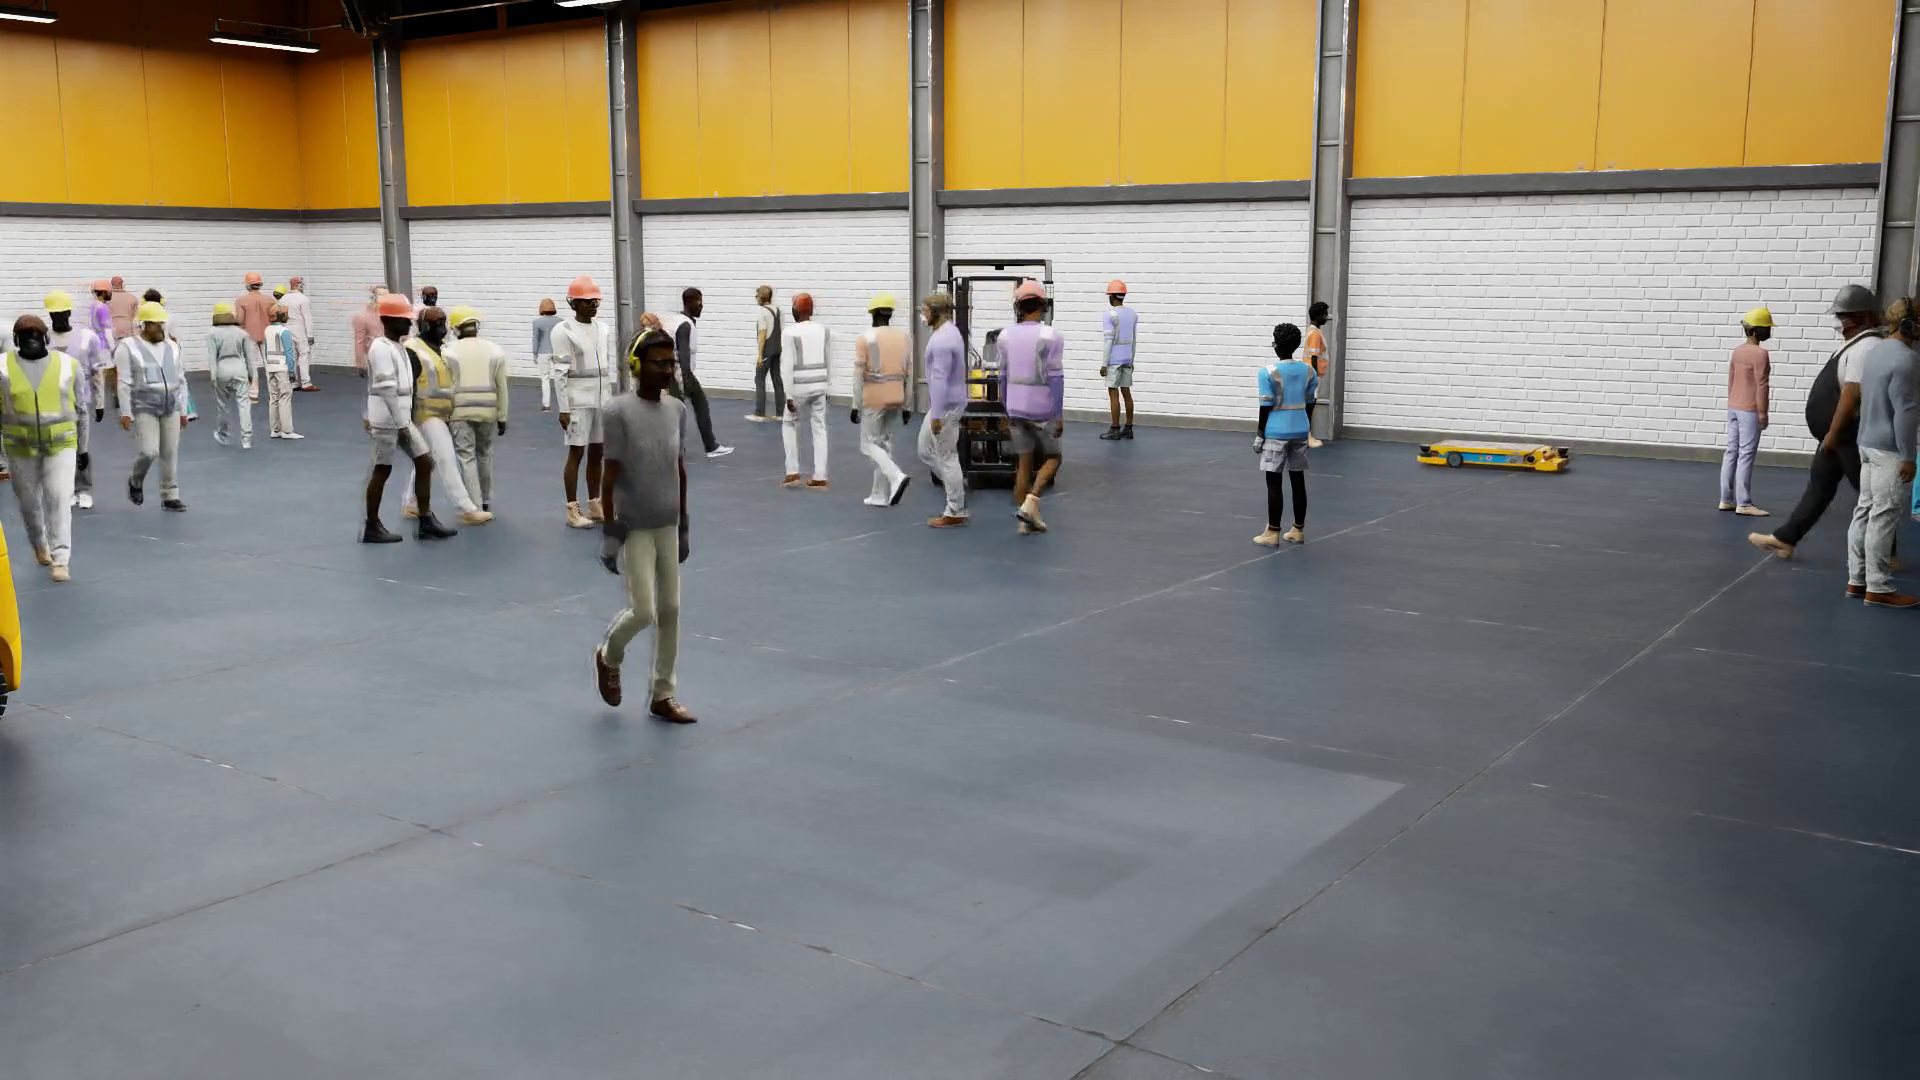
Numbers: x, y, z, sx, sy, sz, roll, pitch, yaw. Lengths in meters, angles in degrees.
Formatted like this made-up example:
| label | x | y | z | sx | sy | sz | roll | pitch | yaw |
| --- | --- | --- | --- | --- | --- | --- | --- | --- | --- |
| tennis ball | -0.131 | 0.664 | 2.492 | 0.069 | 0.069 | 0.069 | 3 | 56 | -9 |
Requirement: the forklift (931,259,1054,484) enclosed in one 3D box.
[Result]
| label | x | y | z | sx | sy | sz | roll | pitch | yaw |
| --- | --- | --- | --- | --- | --- | --- | --- | --- | --- |
| forklift | 0.370 | -1.738 | 16.759 | 1.214 | 2.155 | 2.313 | 1 | 10 | 3 |

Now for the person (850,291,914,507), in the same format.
| label | x | y | z | sx | sy | sz | roll | pitch | yaw |
| --- | --- | --- | --- | --- | --- | --- | --- | --- | --- |
| person | -0.637 | -1.205 | 14.456 | 0.615 | 1.898 | 0.622 | -8 | 12 | -39 |

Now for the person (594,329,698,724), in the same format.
| label | x | y | z | sx | sy | sz | roll | pitch | yaw |
| --- | --- | --- | --- | --- | --- | --- | --- | --- | --- |
| person | -1.489 | -0.060 | 7.778 | 0.504 | 1.854 | 0.538 | 8 | 12 | 39 |

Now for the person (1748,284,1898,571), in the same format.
| label | x | y | z | sx | sy | sz | roll | pitch | yaw |
| --- | --- | --- | --- | --- | --- | --- | --- | --- | --- |
| person | 6.159 | -0.810 | 11.689 | 0.995 | 2.000 | 0.699 | 4 | 10 | 22 |

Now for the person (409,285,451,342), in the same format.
| label | x | y | z | sx | sy | sz | roll | pitch | yaw |
| --- | --- | --- | --- | --- | --- | --- | --- | --- | --- |
| person | -7.610 | -2.736 | 23.832 | 0.645 | 1.821 | 0.631 | 8 | 12 | 39 |

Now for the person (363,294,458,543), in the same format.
| label | x | y | z | sx | sy | sz | roll | pitch | yaw |
| --- | --- | --- | --- | --- | --- | --- | --- | --- | --- |
| person | -4.232 | -0.913 | 12.705 | 0.820 | 1.908 | 0.566 | 1 | 10 | 4 |

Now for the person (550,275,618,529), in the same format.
| label | x | y | z | sx | sy | sz | roll | pitch | yaw |
| --- | --- | --- | --- | --- | --- | --- | --- | --- | --- |
| person | -3.011 | -1.114 | 13.490 | 0.374 | 2.042 | 0.615 | 6 | 11 | 31 |

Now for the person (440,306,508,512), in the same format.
| label | x | y | z | sx | sy | sz | roll | pitch | yaw |
| --- | --- | --- | --- | --- | --- | --- | --- | --- | --- |
| person | -4.132 | -1.058 | 13.933 | 0.583 | 1.786 | 0.831 | -6 | 11 | -32 |

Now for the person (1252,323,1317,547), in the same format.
| label | x | y | z | sx | sy | sz | roll | pitch | yaw |
| --- | --- | --- | --- | --- | --- | --- | --- | --- | --- |
| person | 2.453 | -0.791 | 12.599 | 0.535 | 1.697 | 0.318 | -5 | 11 | -29 |

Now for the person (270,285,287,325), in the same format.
| label | x | y | z | sx | sy | sz | roll | pitch | yaw |
| --- | --- | --- | --- | --- | --- | --- | --- | --- | --- |
| person | -11.370 | -3.392 | 27.915 | 0.521 | 1.758 | 0.349 | 3 | 10 | 15 |

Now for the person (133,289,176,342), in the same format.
| label | x | y | z | sx | sy | sz | roll | pitch | yaw |
| --- | --- | --- | --- | --- | --- | --- | --- | --- | --- |
| person | -9.932 | -2.182 | 20.533 | 0.540 | 1.826 | 0.962 | -9 | 13 | -42 |

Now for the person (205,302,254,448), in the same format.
| label | x | y | z | sx | sy | sz | roll | pitch | yaw |
| --- | --- | --- | --- | --- | --- | --- | --- | --- | --- |
| person | -8.472 | -1.913 | 19.318 | 0.518 | 1.678 | 0.946 | -7 | 12 | -37 |

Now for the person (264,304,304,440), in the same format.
| label | x | y | z | sx | sy | sz | roll | pitch | yaw |
| --- | --- | --- | --- | --- | --- | --- | --- | --- | --- |
| person | -8.241 | -2.036 | 20.192 | 0.523 | 1.636 | 0.310 | 7 | 12 | 38 |

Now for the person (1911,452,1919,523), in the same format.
| label | x | y | z | sx | sy | sz | roll | pitch | yaw |
| --- | --- | --- | --- | --- | --- | --- | --- | --- | --- |
| person | 8.133 | -1.048 | 13.700 | 0.564 | 1.840 | 0.396 | -2 | 10 | -14 |

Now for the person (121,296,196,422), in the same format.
| label | x | y | z | sx | sy | sz | roll | pitch | yaw |
| --- | --- | --- | --- | --- | --- | --- | --- | --- | --- |
| person | -10.751 | -2.423 | 22.278 | 0.935 | 1.714 | 0.529 | 0 | 10 | 2 |

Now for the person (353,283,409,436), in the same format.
| label | x | y | z | sx | sy | sz | roll | pitch | yaw |
| --- | --- | --- | --- | --- | --- | --- | --- | --- | --- |
| person | -6.967 | -2.153 | 20.126 | 0.479 | 1.891 | 0.649 | 8 | 13 | 41 |

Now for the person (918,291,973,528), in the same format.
| label | x | y | z | sx | sy | sz | roll | pitch | yaw |
| --- | --- | --- | --- | --- | --- | --- | --- | --- | --- |
| person | -0.141 | -1.046 | 13.456 | 0.463 | 1.916 | 0.729 | 1 | 10 | 5 |

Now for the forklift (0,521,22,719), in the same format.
| label | x | y | z | sx | sy | sz | roll | pitch | yaw |
| --- | --- | --- | --- | --- | --- | --- | --- | --- | --- |
| forklift | -5.296 | -0.090 | 6.943 | 1.214 | 2.155 | 2.313 | 7 | 12 | 35 |

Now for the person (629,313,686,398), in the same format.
| label | x | y | z | sx | sy | sz | roll | pitch | yaw |
| --- | --- | --- | --- | --- | --- | --- | --- | --- | --- |
| person | -3.256 | -1.633 | 17.862 | 0.626 | 1.594 | 0.683 | 0 | 10 | -3 |

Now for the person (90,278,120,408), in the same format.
| label | x | y | z | sx | sy | sz | roll | pitch | yaw |
| --- | --- | --- | --- | --- | --- | --- | --- | --- | --- |
| person | -12.500 | -2.840 | 24.174 | 0.797 | 1.914 | 0.554 | -6 | 11 | -33 |

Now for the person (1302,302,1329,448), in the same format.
| label | x | y | z | sx | sy | sz | roll | pitch | yaw |
| --- | --- | --- | --- | --- | --- | --- | --- | --- | --- |
| person | 4.117 | -1.917 | 19.326 | 0.318 | 1.691 | 0.534 | 2 | 10 | 9 |

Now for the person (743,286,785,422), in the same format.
| label | x | y | z | sx | sy | sz | roll | pitch | yaw |
| --- | --- | --- | --- | --- | --- | --- | --- | --- | --- |
| person | -2.623 | -2.485 | 22.318 | 0.521 | 1.829 | 0.595 | 5 | 11 | 28 |

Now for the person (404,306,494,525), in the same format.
| label | x | y | z | sx | sy | sz | roll | pitch | yaw |
| --- | --- | --- | --- | --- | --- | --- | --- | --- | --- |
| person | -4.279 | -1.020 | 13.689 | 0.949 | 1.792 | 0.644 | 3 | 10 | 19 |

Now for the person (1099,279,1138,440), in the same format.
| label | x | y | z | sx | sy | sz | roll | pitch | yaw |
| --- | --- | --- | --- | --- | --- | --- | --- | --- | --- |
| person | 1.892 | -2.176 | 20.128 | 0.550 | 1.935 | 0.375 | -8 | 13 | -41 |

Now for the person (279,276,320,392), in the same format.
| label | x | y | z | sx | sy | sz | roll | pitch | yaw |
| --- | --- | --- | --- | --- | --- | --- | --- | --- | --- |
| person | -10.950 | -3.413 | 27.596 | 0.652 | 1.904 | 0.403 | 5 | 11 | 27 |

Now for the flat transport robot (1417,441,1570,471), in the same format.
| label | x | y | z | sx | sy | sz | roll | pitch | yaw |
| --- | --- | --- | --- | --- | --- | --- | --- | --- | --- |
| flat transport robot | 5.606 | -0.900 | 17.481 | 1.431 | 0.197 | 0.652 | 6 | 11 | 30 |

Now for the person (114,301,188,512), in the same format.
| label | x | y | z | sx | sy | sz | roll | pitch | yaw |
| --- | --- | --- | --- | --- | --- | --- | --- | --- | --- |
| person | -6.939 | -1.139 | 14.300 | 0.507 | 1.818 | 0.613 | 6 | 11 | 34 |

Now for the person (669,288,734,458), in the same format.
| label | x | y | z | sx | sy | sz | roll | pitch | yaw |
| --- | --- | --- | --- | --- | --- | --- | --- | --- | --- |
| person | -2.899 | -1.787 | 18.045 | 0.981 | 1.860 | 0.655 | -1 | 10 | -8 |

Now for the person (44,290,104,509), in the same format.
| label | x | y | z | sx | sy | sz | roll | pitch | yaw |
| --- | --- | --- | --- | --- | --- | --- | --- | --- | --- |
| person | -7.800 | -1.210 | 14.486 | 0.606 | 1.904 | 0.686 | -2 | 10 | -14 |

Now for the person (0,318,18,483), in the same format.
| label | x | y | z | sx | sy | sz | roll | pitch | yaw |
| --- | --- | --- | --- | --- | --- | --- | --- | --- | --- |
| person | -9.408 | -1.487 | 16.067 | 0.654 | 1.925 | 0.548 | -1 | 10 | -6 |

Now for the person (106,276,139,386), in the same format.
| label | x | y | z | sx | sy | sz | roll | pitch | yaw |
| --- | --- | --- | --- | --- | --- | --- | --- | --- | --- |
| person | -14.464 | -3.588 | 28.664 | 0.638 | 1.901 | 0.403 | -5 | 11 | -29 |

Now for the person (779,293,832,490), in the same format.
| label | x | y | z | sx | sy | sz | roll | pitch | yaw |
| --- | --- | --- | --- | --- | --- | --- | --- | --- | --- |
| person | -1.477 | -1.410 | 15.804 | 0.587 | 1.858 | 0.675 | -7 | 12 | -34 |

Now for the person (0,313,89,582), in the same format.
| label | x | y | z | sx | sy | sz | roll | pitch | yaw |
| --- | --- | --- | --- | --- | --- | --- | --- | --- | --- |
| person | -6.340 | -0.653 | 11.447 | 0.634 | 1.814 | 0.857 | -5 | 11 | -26 |

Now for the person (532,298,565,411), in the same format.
| label | x | y | z | sx | sy | sz | roll | pitch | yaw |
| --- | --- | --- | --- | --- | --- | --- | --- | --- | --- |
| person | -5.896 | -2.662 | 23.954 | 0.494 | 1.625 | 0.283 | -5 | 11 | -29 |

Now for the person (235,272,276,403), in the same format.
| label | x | y | z | sx | sy | sz | roll | pitch | yaw |
| --- | --- | --- | --- | --- | --- | --- | --- | --- | --- |
| person | -10.691 | -3.074 | 25.307 | 0.622 | 1.993 | 0.382 | -8 | 12 | -40 |

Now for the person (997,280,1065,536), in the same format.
| label | x | y | z | sx | sy | sz | roll | pitch | yaw |
| --- | --- | --- | --- | --- | --- | --- | --- | --- | --- |
| person | 0.573 | -1.019 | 13.026 | 0.609 | 2.013 | 0.441 | 7 | 12 | 35 |

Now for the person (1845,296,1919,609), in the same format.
| label | x | y | z | sx | sy | sz | roll | pitch | yaw |
| --- | --- | --- | --- | --- | --- | --- | --- | --- | --- |
| person | 5.837 | -0.550 | 10.441 | 0.375 | 1.940 | 0.627 | 2 | 10 | 10 |

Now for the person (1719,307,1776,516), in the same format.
| label | x | y | z | sx | sy | sz | roll | pitch | yaw |
| --- | --- | --- | --- | --- | --- | --- | --- | --- | --- |
| person | 6.735 | -1.093 | 14.190 | 0.325 | 1.769 | 0.524 | 0 | 10 | -2 |
